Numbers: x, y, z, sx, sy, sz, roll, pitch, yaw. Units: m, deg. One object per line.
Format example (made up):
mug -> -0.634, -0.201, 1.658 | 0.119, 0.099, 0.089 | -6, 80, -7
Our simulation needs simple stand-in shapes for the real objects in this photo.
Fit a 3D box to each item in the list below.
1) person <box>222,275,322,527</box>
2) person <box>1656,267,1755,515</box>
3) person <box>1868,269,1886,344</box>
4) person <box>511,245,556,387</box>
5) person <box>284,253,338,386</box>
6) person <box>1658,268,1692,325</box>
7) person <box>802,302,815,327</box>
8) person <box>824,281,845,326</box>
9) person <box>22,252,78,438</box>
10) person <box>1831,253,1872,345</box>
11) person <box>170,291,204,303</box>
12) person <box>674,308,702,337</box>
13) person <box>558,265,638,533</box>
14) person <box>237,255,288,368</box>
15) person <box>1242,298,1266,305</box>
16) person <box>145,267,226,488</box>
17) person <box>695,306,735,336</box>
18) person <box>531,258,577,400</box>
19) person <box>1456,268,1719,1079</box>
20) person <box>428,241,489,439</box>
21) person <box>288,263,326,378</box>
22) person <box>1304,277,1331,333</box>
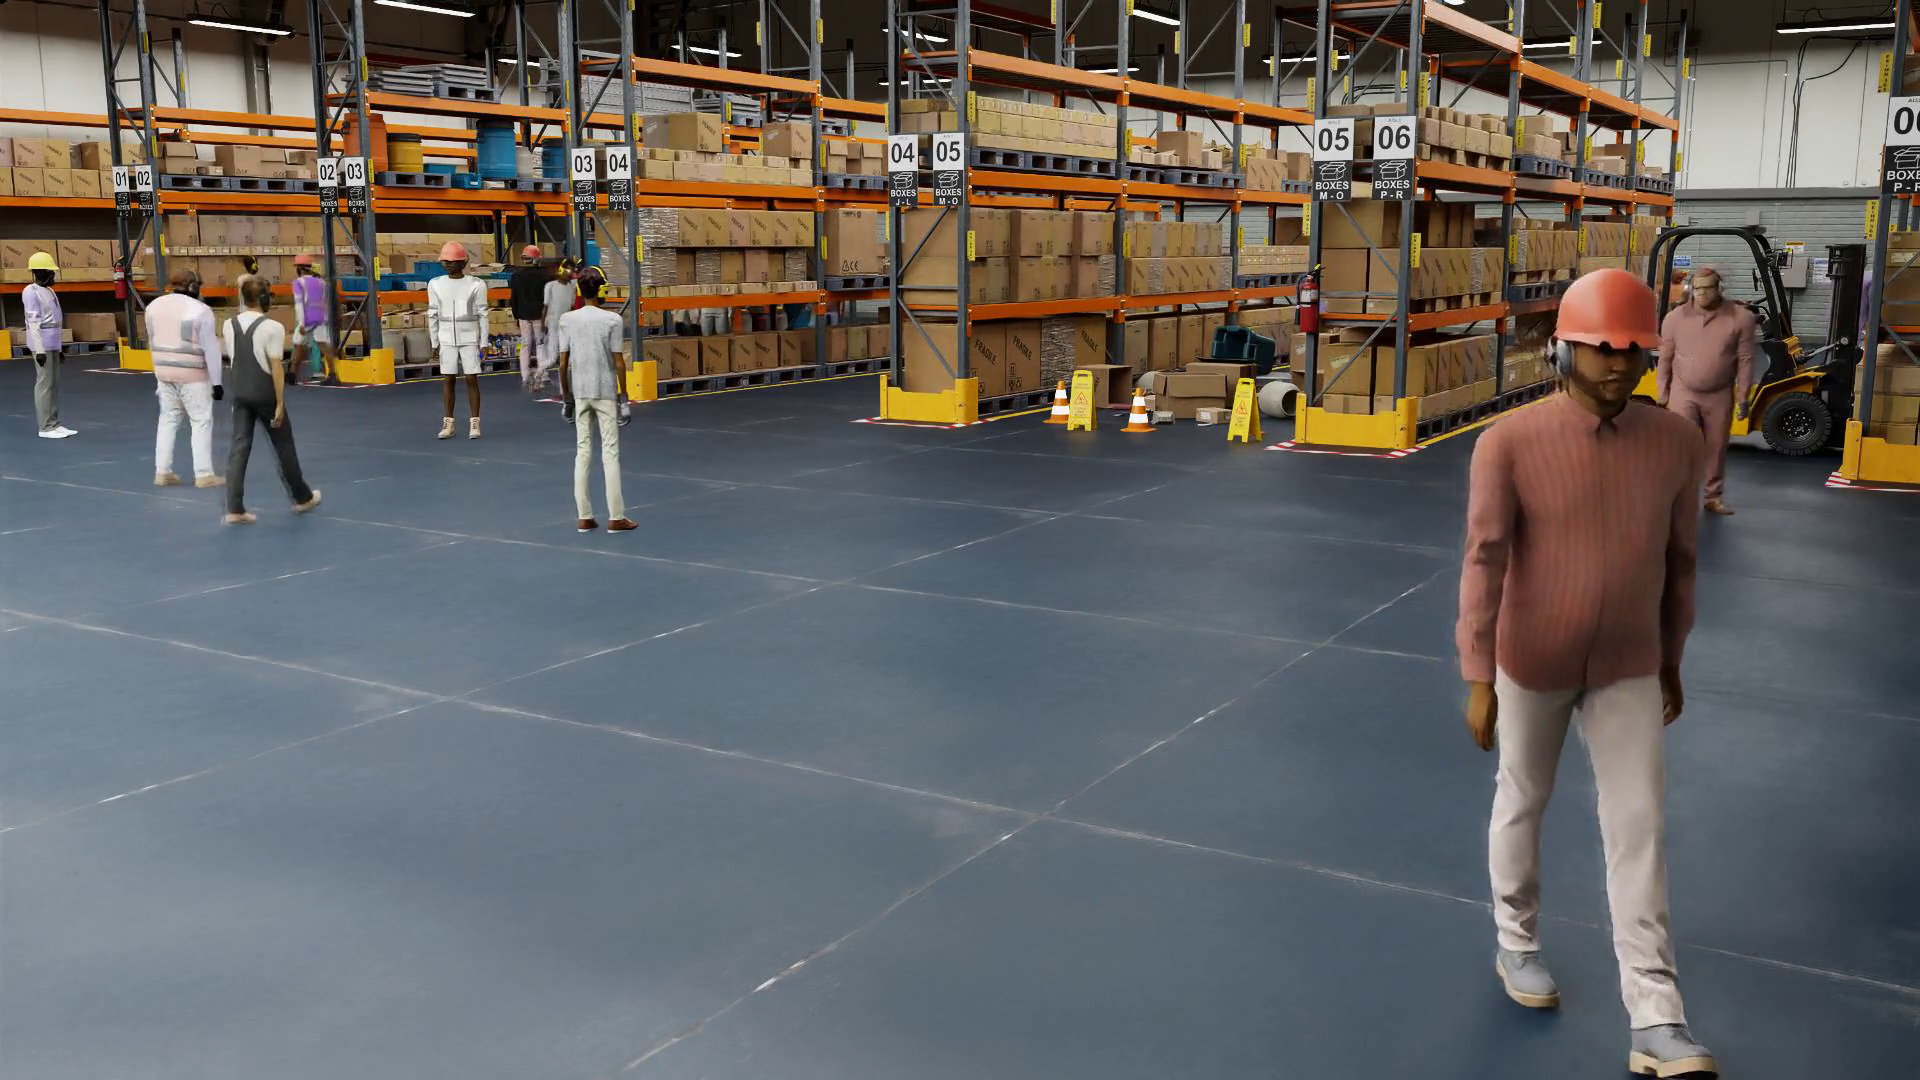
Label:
person -> -5.074, -1.023, 12.116 | 0.511, 1.794, 0.970 | 2, 10, 10
person -> 5.511, -1.086, 12.335 | 0.660, 1.861, 0.717 | 5, 11, 24
person -> 15.925, -4.039, 28.716 | 0.651, 1.898, 0.605 | -7, 13, -36
person -> -6.003, -3.137, 23.417 | 0.624, 1.995, 0.411 | 3, 11, 16
person -> -9.259, -3.113, 23.586 | 1.033, 1.872, 0.555 | 5, 11, 25
person -> 11.504, -3.562, 26.798 | 0.516, 1.629, 0.384 | 5, 11, 28
person -> -2.540, -4.004, 28.772 | 0.559, 1.812, 0.605 | -5, 11, -27
person -> -2.185, -3.846, 28.001 | 0.522, 1.769, 0.310 | 4, 11, 22
person -> -9.508, -2.024, 17.343 | 0.367, 1.927, 0.590 | -2, 10, -11
person -> 13.093, -3.264, 24.351 | 0.402, 1.906, 0.651 | -8, 13, -39
person -> -11.003, -3.012, 23.701 | 0.497, 1.633, 0.286 | -1, 10, -4
person -> -4.646, -4.008, 28.374 | 0.633, 1.951, 0.506 | 6, 12, 29
person -> -2.554, -0.981, 11.663 | 0.521, 1.873, 0.335 | 3, 10, 15
person -> -11.035, -3.517, 25.997 | 0.510, 1.825, 0.948 | 5, 11, 28
person -> 5.333, -4.166, 30.189 | 0.516, 1.626, 0.623 | 7, 12, 34
person -> -6.410, -1.335, 13.784 | 0.666, 1.825, 0.464 | 3, 10, 15
person -> -3.723, -3.436, 25.264 | 0.626, 1.933, 0.370 | 1, 10, 7
person -> -5.223, -2.704, 21.419 | 0.649, 1.836, 0.552 | 8, 13, 37
person -> 1.555, 0.327, 4.095 | 0.659, 1.948, 0.968 | 0, 10, -1
person -> -5.181, -2.054, 17.200 | 0.608, 2.040, 0.394 | 0, 10, -3
person -> -9.702, -3.250, 24.734 | 0.547, 1.732, 0.679 | 3, 10, 14
person -> 5.662, -3.578, 26.239 | 0.550, 1.877, 1.056 | 4, 11, 22
